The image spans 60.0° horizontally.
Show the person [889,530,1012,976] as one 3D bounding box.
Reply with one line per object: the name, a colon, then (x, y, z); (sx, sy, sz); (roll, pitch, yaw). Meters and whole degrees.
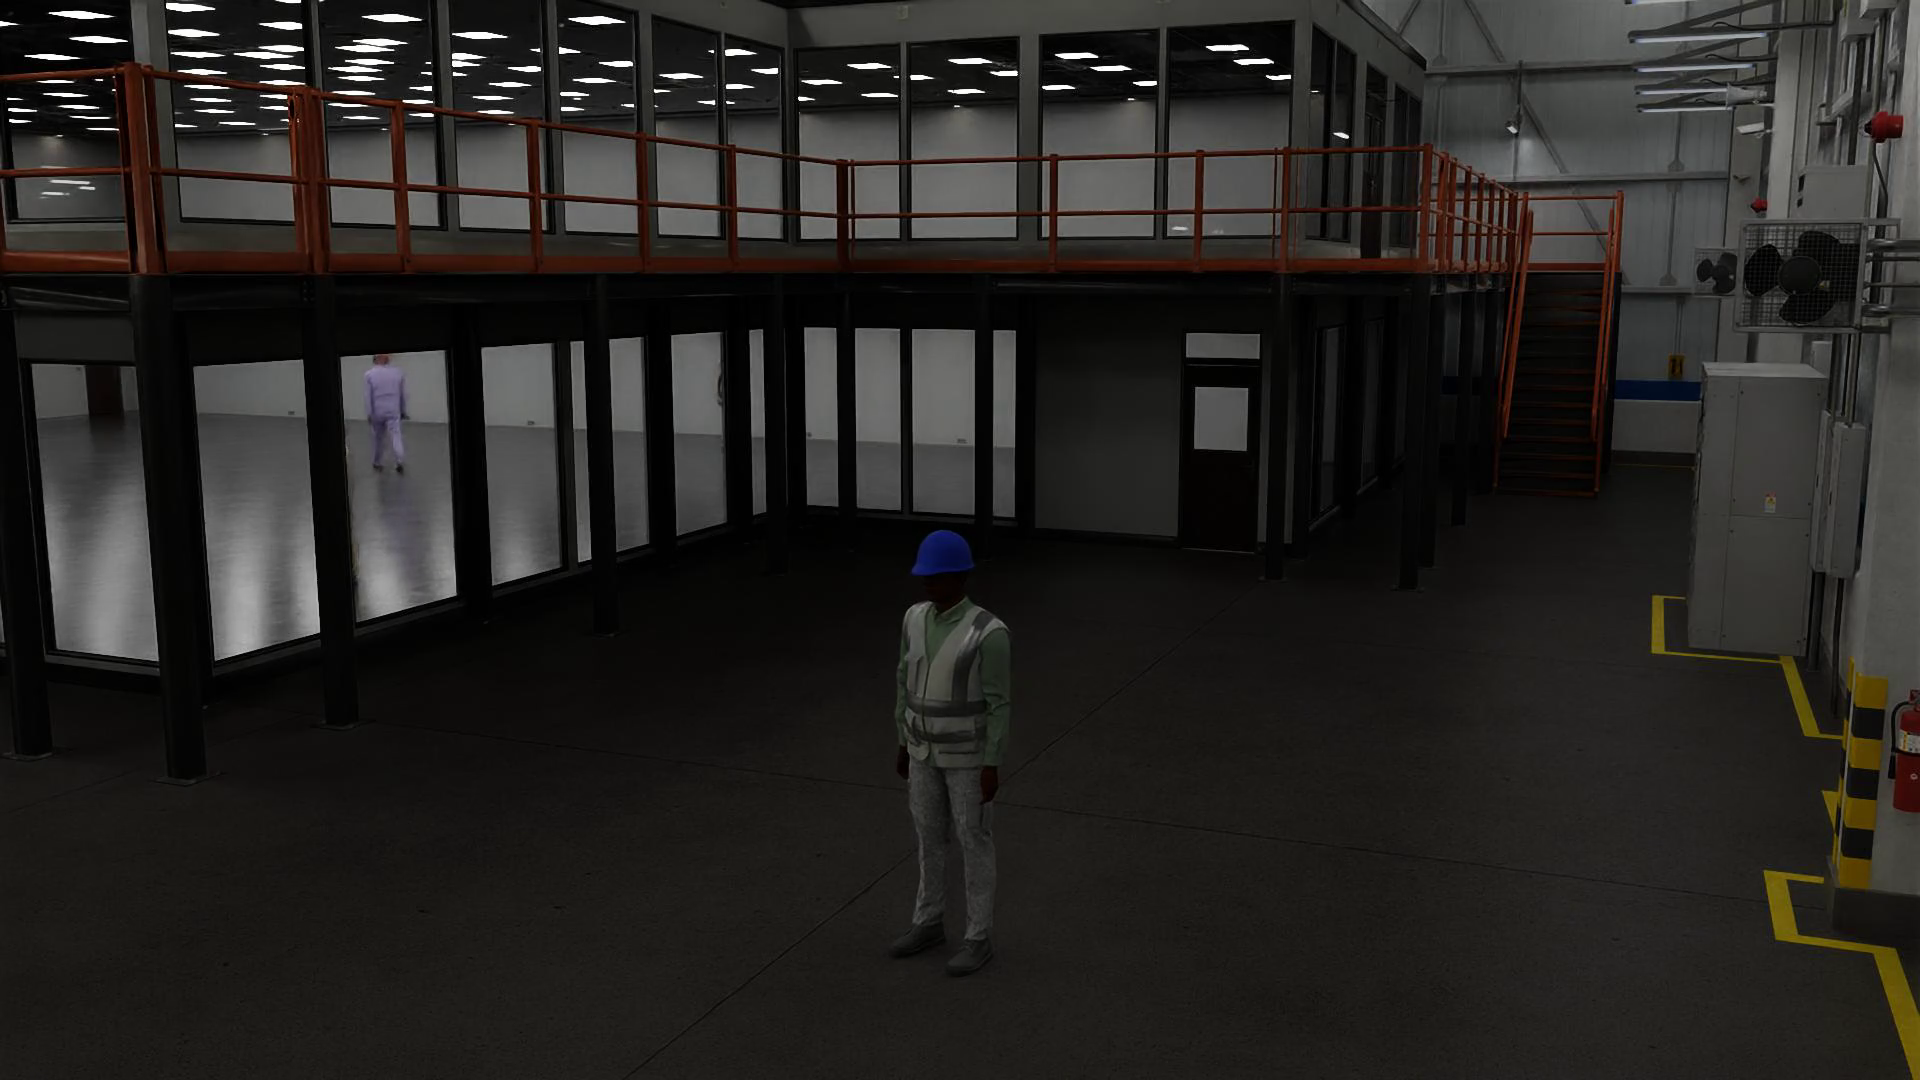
person: (-0.050, 0.916, 7.287); (0.610, 1.947, 0.388); (8, 12, 40)
